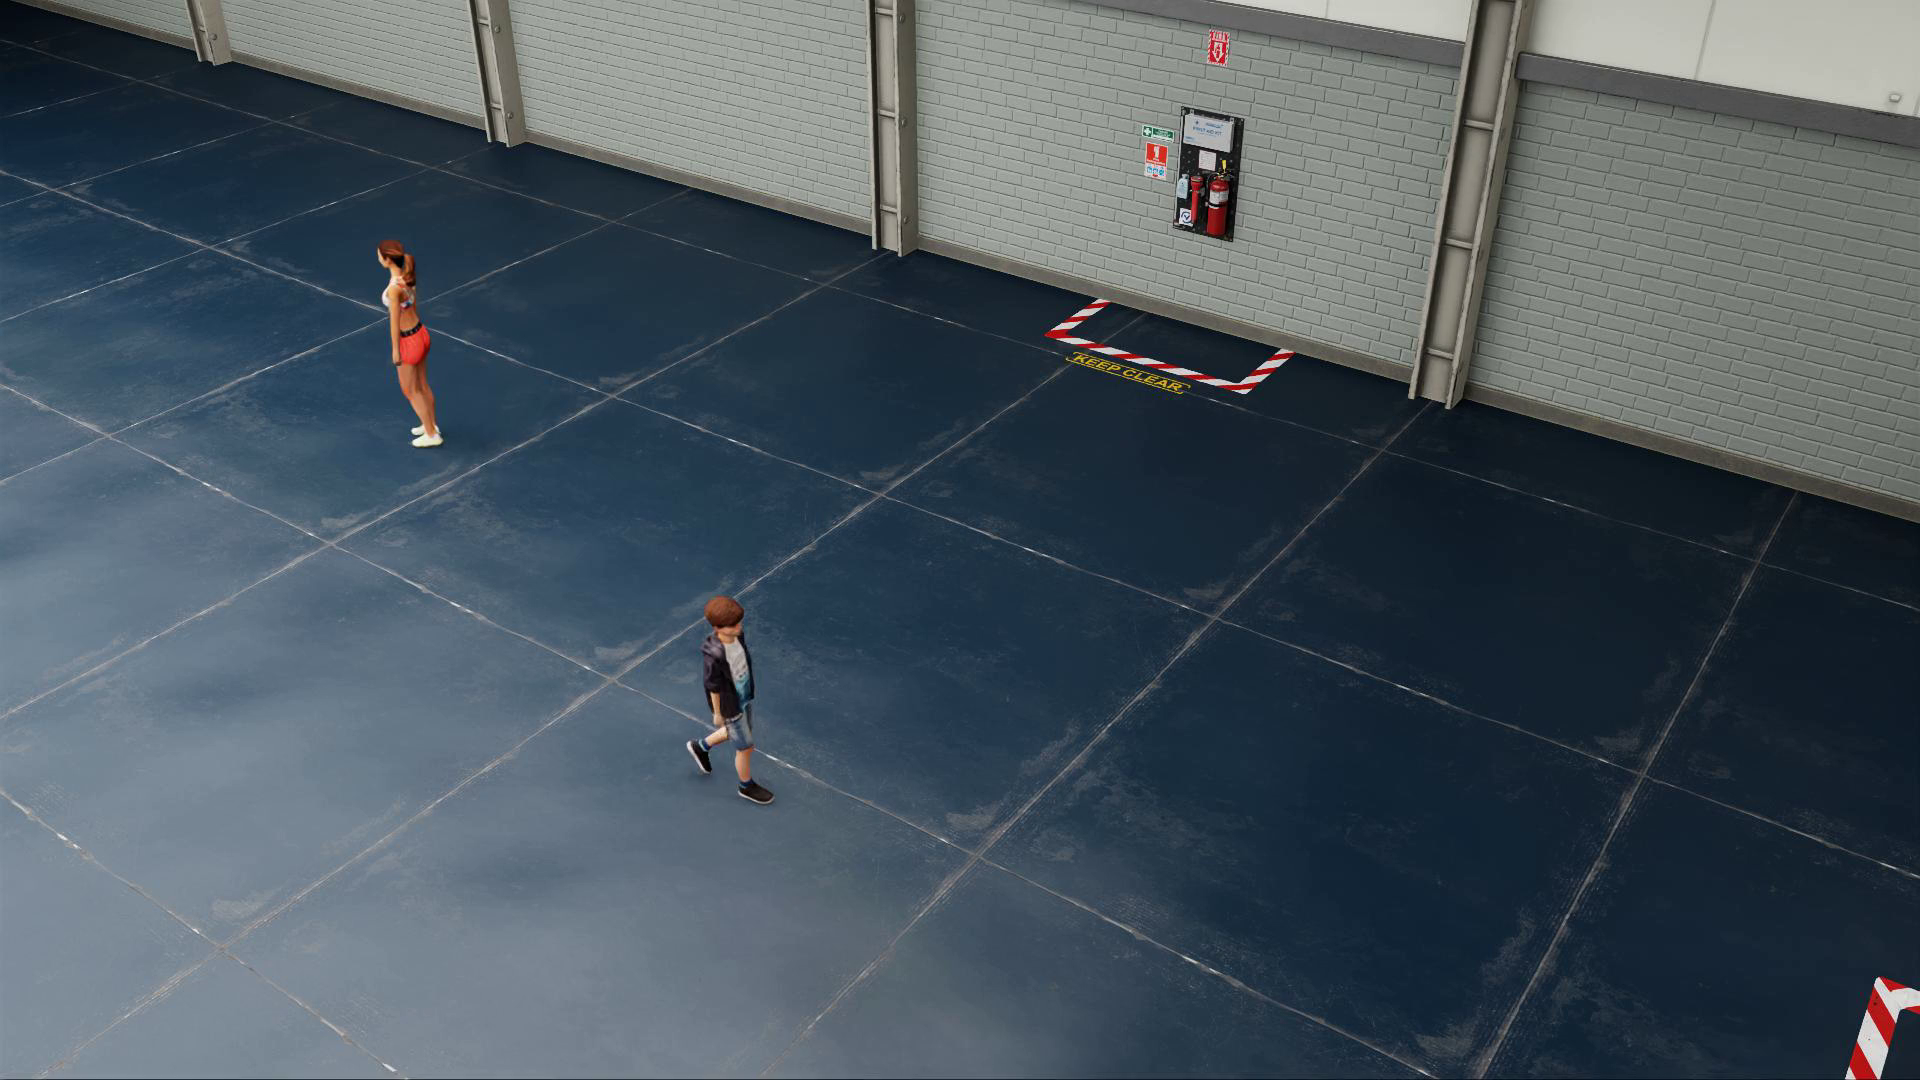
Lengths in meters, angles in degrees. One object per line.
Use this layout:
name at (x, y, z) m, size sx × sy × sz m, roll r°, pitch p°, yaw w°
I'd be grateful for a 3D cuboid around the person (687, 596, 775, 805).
person at (-1.408, 0.931, 9.940) m, size 0.893 × 1.430 × 0.685 m, roll 10°, pitch 34°, yaw 15°

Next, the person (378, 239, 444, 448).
person at (-4.477, -1.594, 13.608) m, size 0.722 × 1.787 × 0.695 m, roll 3°, pitch 32°, yaw 5°
